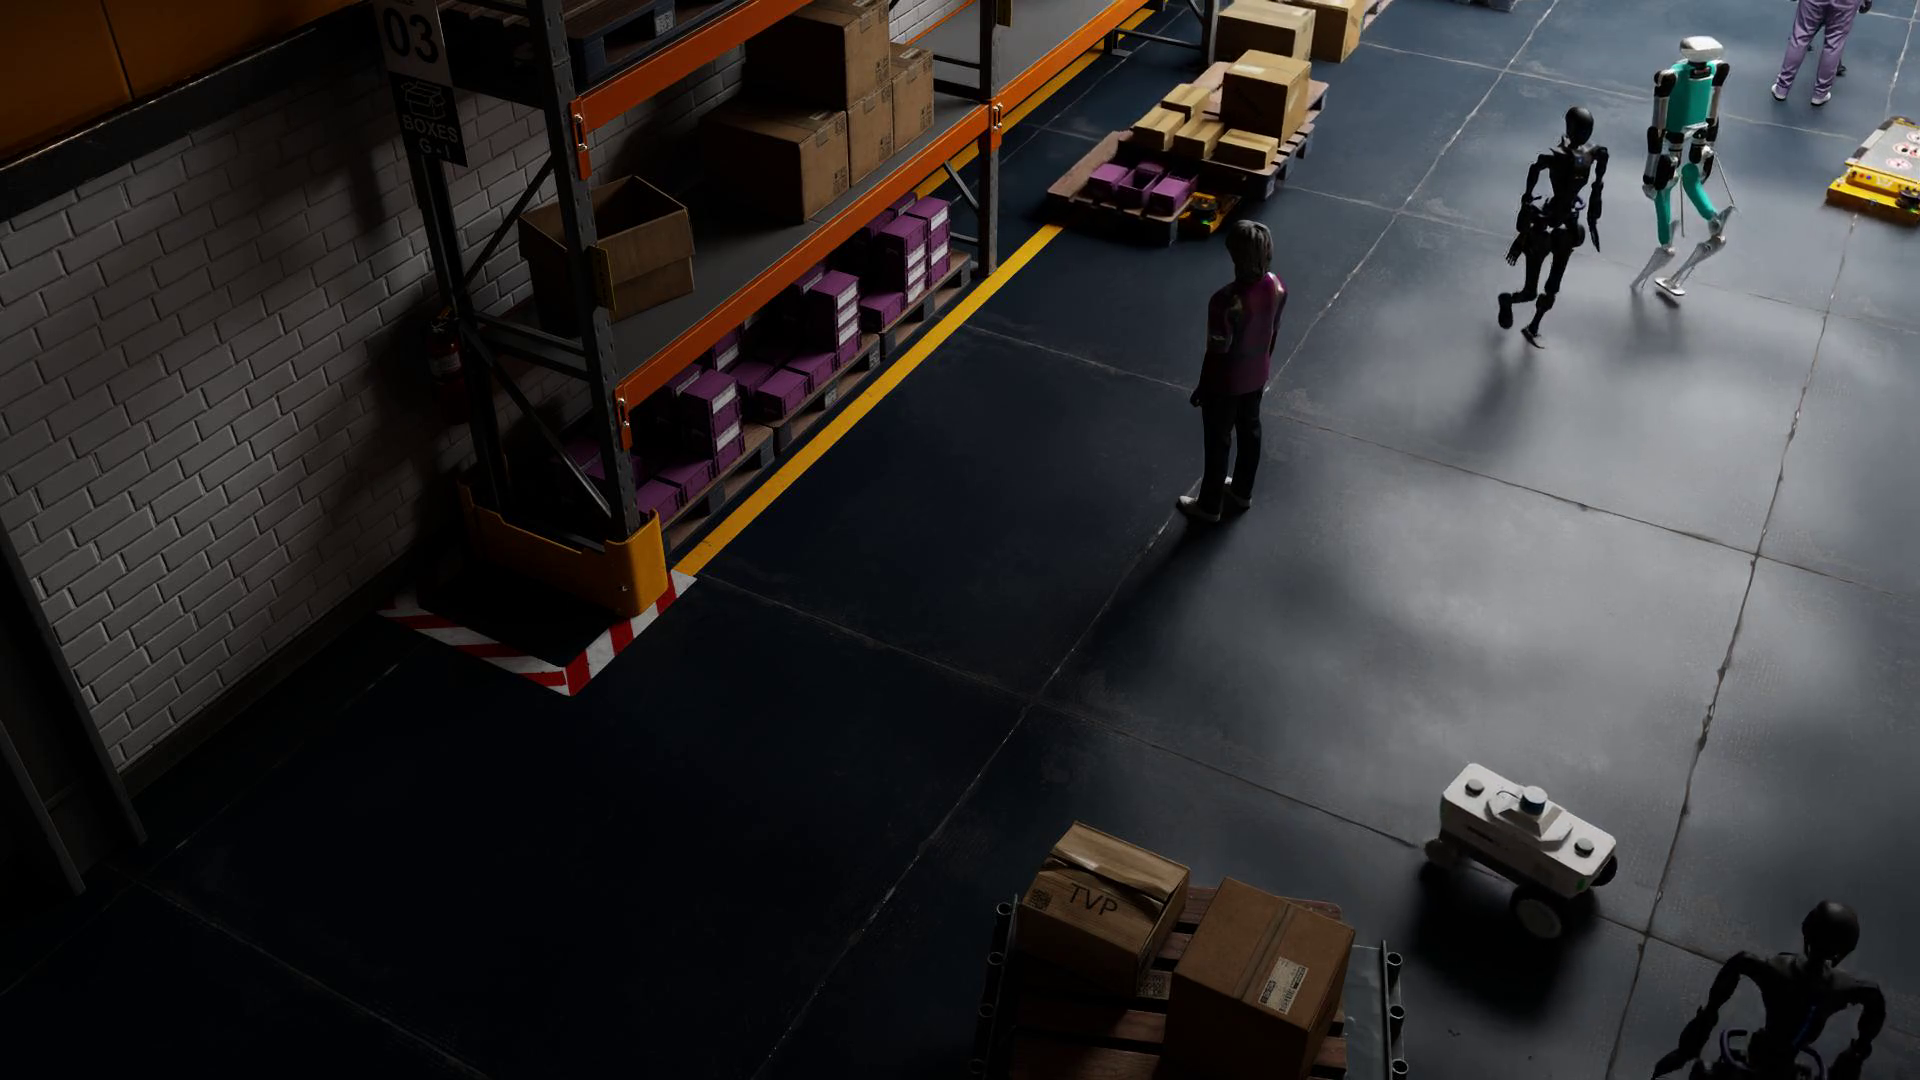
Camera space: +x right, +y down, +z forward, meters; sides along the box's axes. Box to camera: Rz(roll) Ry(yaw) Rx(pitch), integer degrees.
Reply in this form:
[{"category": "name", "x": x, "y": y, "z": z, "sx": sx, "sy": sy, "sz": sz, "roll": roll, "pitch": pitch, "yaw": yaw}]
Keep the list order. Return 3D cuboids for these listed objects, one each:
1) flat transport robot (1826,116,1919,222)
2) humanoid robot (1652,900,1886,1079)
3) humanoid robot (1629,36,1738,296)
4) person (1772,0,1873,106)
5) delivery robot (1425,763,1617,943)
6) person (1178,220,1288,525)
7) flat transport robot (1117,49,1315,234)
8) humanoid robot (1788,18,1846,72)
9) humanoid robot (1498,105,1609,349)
[{"category": "flat transport robot", "x": 7.262, "y": -2.871, "z": 12.808, "sx": 0.659, "sy": 0.231, "sz": 1.431, "roll": 28, "pitch": 46, "yaw": 30}, {"category": "humanoid robot", "x": 2.769, "y": 1.852, "z": 5.780, "sx": 0.611, "sy": 1.643, "sz": 0.373, "roll": 10, "pitch": 40, "yaw": 12}, {"category": "humanoid robot", "x": 4.856, "y": -2.342, "z": 11.023, "sx": 0.542, "sy": 1.829, "sz": 0.791, "roll": -13, "pitch": 41, "yaw": -16}, {"category": "person", "x": 7.105, "y": -4.484, "z": 13.515, "sx": 0.651, "sy": 1.906, "sz": 0.412, "roll": 16, "pitch": 41, "yaw": 19}, {"category": "delivery robot", "x": 2.492, "y": 1.344, "z": 7.326, "sx": 0.808, "sy": 0.614, "sz": 0.499, "roll": 29, "pitch": 47, "yaw": 31}, {"category": "person", "x": 1.496, "y": -0.906, "z": 9.089, "sx": 0.509, "sy": 1.847, "sz": 0.341, "roll": -22, "pitch": 44, "yaw": -25}, {"category": "flat transport robot", "x": 1.893, "y": -2.774, "z": 12.687, "sx": 0.659, "sy": 0.231, "sz": 1.431, "roll": 20, "pitch": 43, "yaw": 23}, {"category": "humanoid robot", "x": 7.572, "y": -4.885, "z": 14.251, "sx": 0.589, "sy": 1.633, "sz": 0.777, "roll": -14, "pitch": 41, "yaw": -17}, {"category": "humanoid robot", "x": 3.789, "y": -2.019, "z": 10.623, "sx": 0.615, "sy": 1.645, "sz": 0.408, "roll": -9, "pitch": 39, "yaw": -11}]
